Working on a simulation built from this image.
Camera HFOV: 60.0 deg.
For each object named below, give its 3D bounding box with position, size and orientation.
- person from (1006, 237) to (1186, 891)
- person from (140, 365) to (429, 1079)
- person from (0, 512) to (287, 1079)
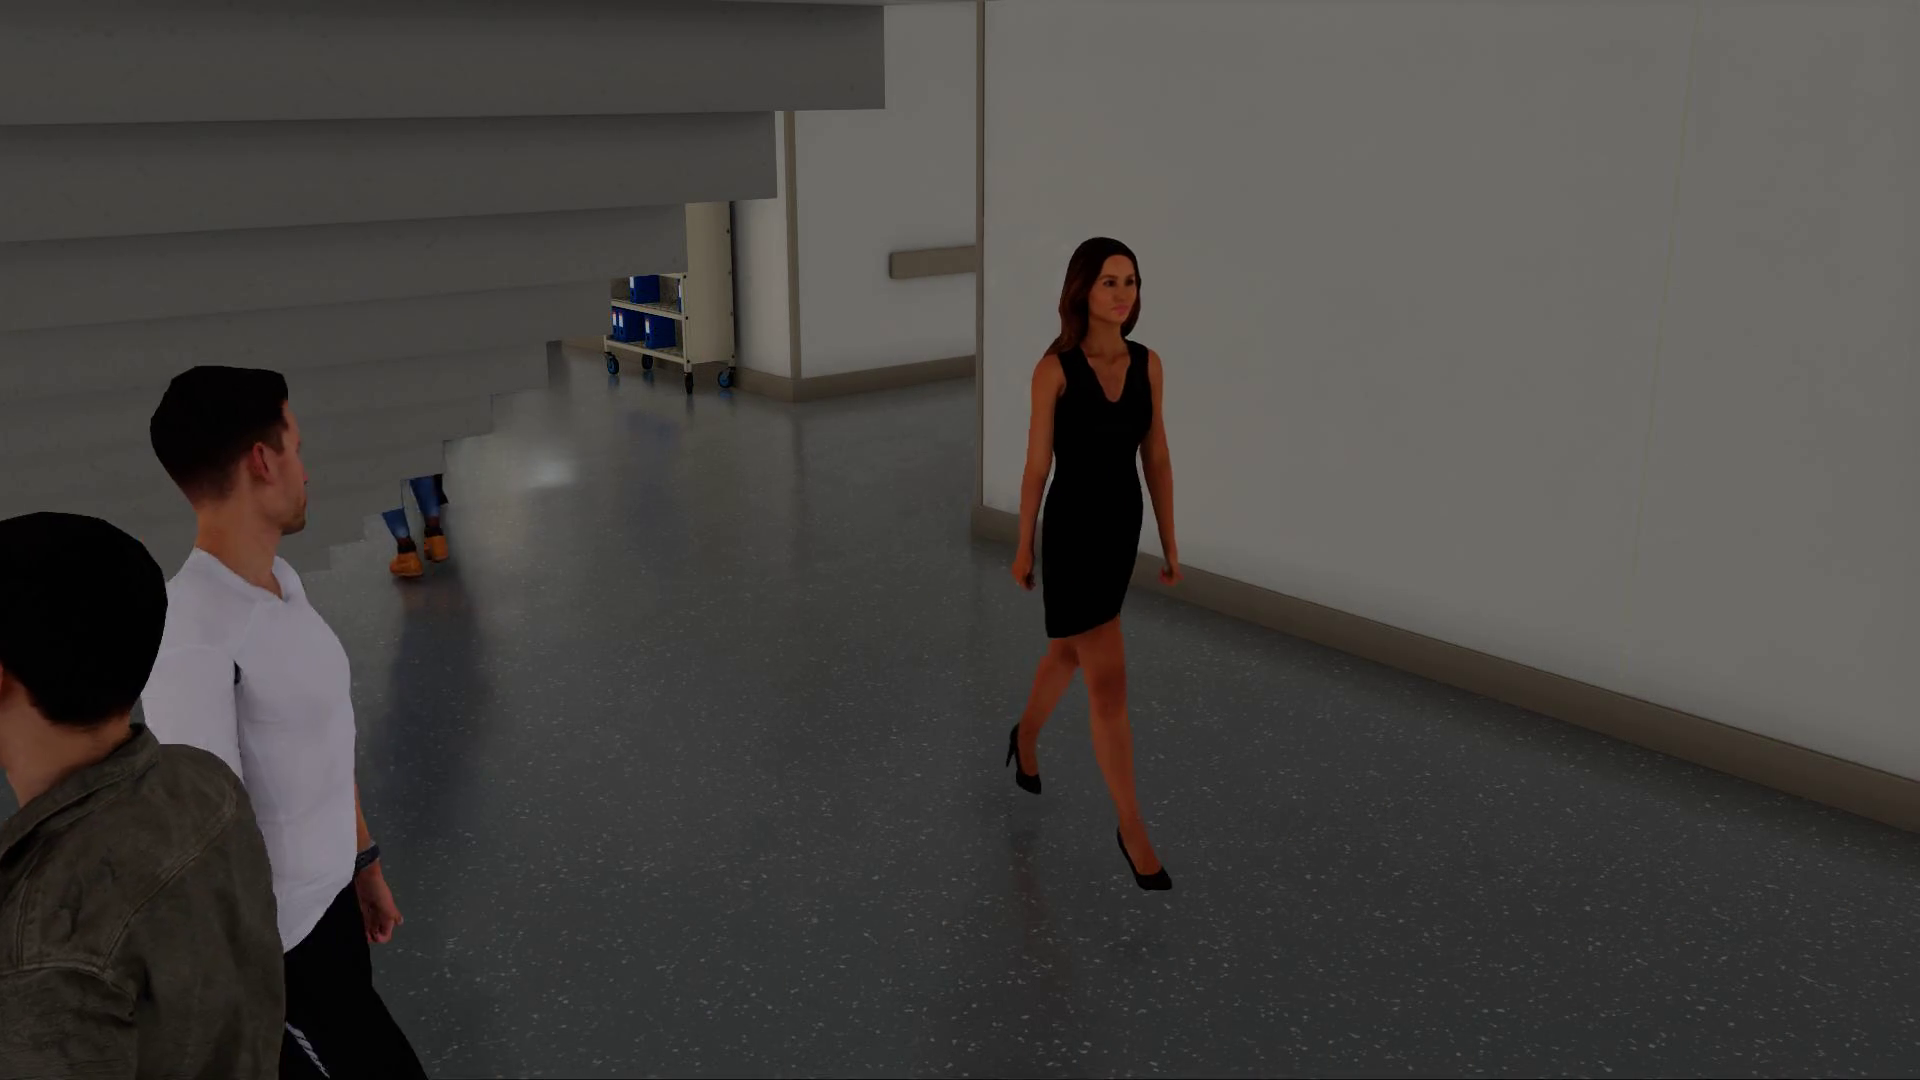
[{"bbox_3d":[0.339,0.059,4.881,0.751,1.780,1.202,-9,18,-28],"label":"person"},{"bbox_3d":[-1.181,0.638,2.745,0.898,1.825,0.810,0,16,-2],"label":"person"},{"bbox_3d":[-0.779,0.874,1.864,0.923,1.848,0.852,-1,16,-4],"label":"person"}]
